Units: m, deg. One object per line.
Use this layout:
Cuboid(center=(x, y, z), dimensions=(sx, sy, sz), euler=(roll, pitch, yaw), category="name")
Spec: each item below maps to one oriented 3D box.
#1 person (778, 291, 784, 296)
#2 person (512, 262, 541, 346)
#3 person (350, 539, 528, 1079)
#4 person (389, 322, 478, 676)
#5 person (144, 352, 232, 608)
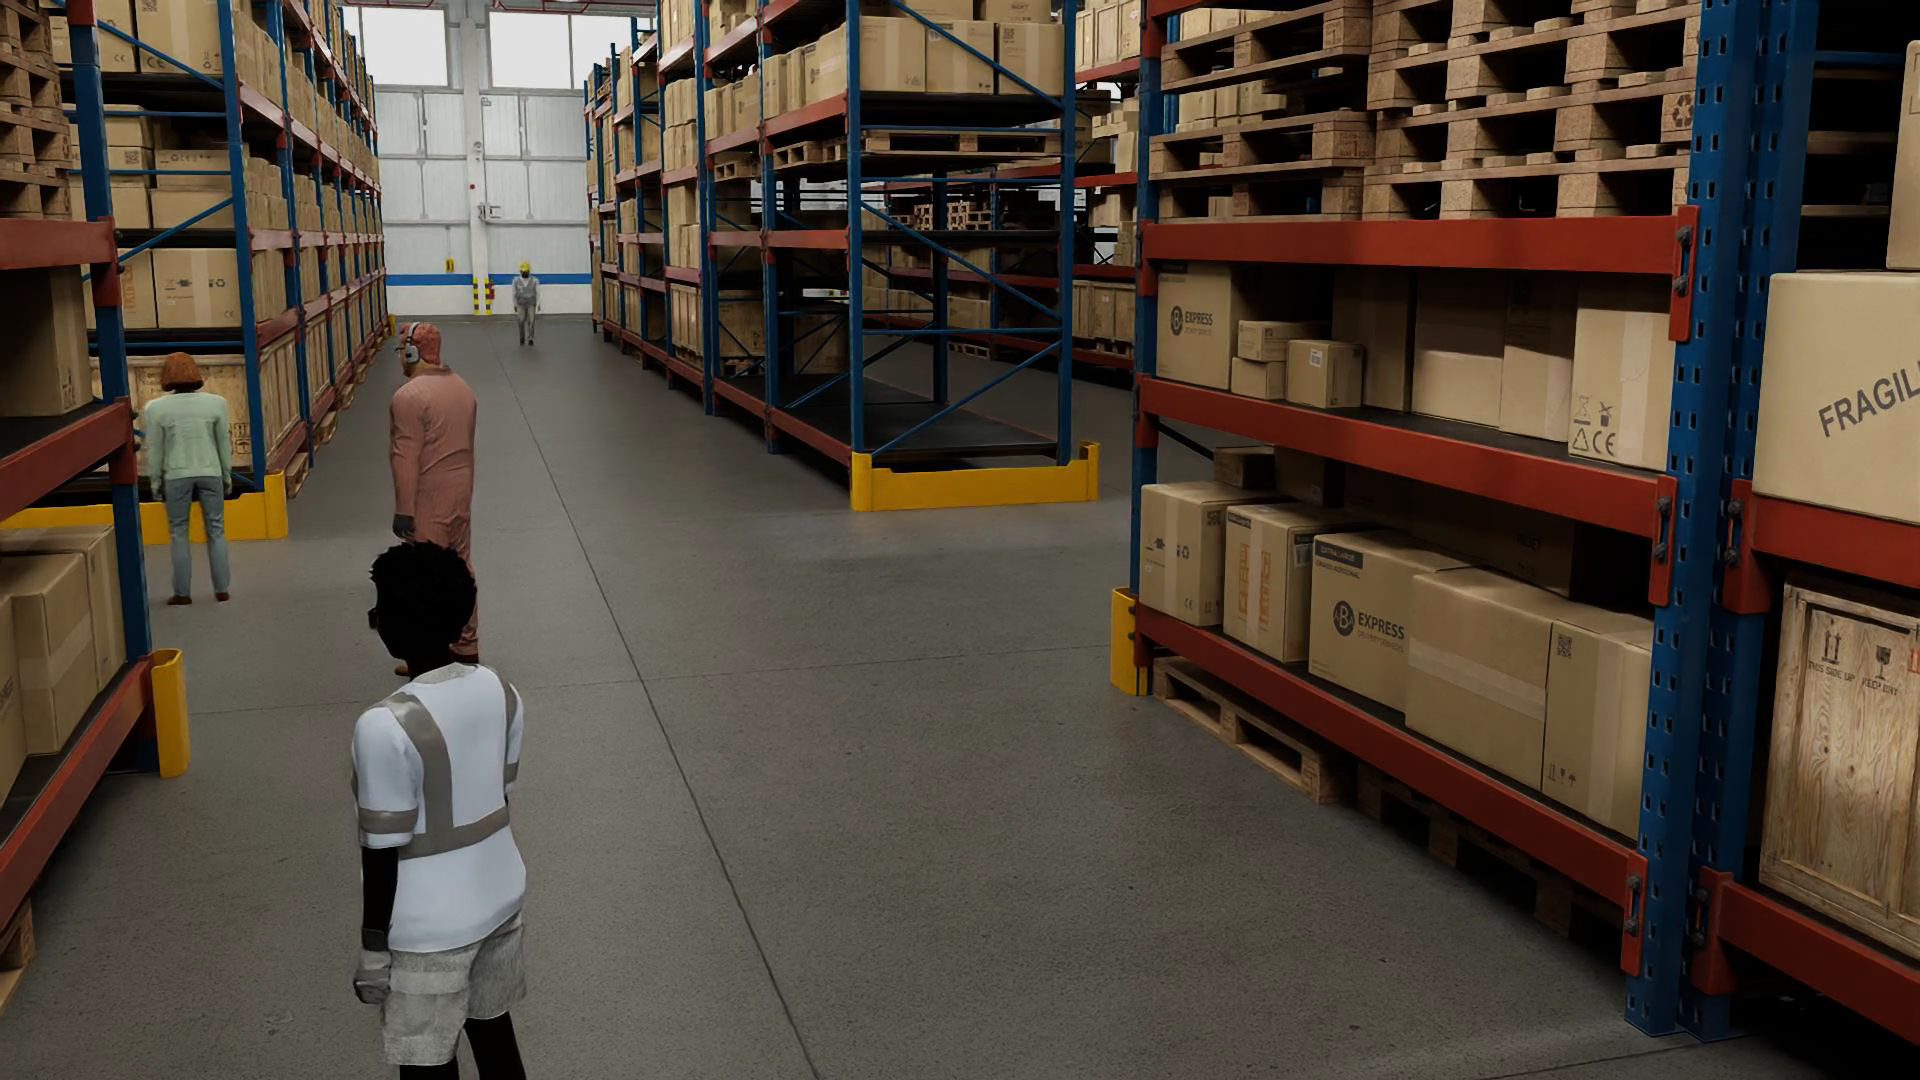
Cuboid(center=(-4.146, -5.444, 37.596), dimensions=(0.614, 1.914, 0.945), euler=(-5, 12, -27), category="person")
Cuboid(center=(-9.365, -5.102, 35.969), dimensions=(0.601, 1.801, 0.743), euler=(-3, 11, -14), category="person")
Cuboid(center=(-1.158, 0.840, 3.741), dimensions=(0.319, 1.690, 0.535), euler=(3, 11, 16), category="person")
Cuboid(center=(-2.857, -0.220, 8.976), dimensions=(0.399, 1.900, 0.643), euler=(2, 11, 13), category="person")
Cuboid(center=(-4.900, -0.383, 10.610), dimensions=(0.499, 1.629, 0.280), euler=(-6, 12, -32), category="person")
